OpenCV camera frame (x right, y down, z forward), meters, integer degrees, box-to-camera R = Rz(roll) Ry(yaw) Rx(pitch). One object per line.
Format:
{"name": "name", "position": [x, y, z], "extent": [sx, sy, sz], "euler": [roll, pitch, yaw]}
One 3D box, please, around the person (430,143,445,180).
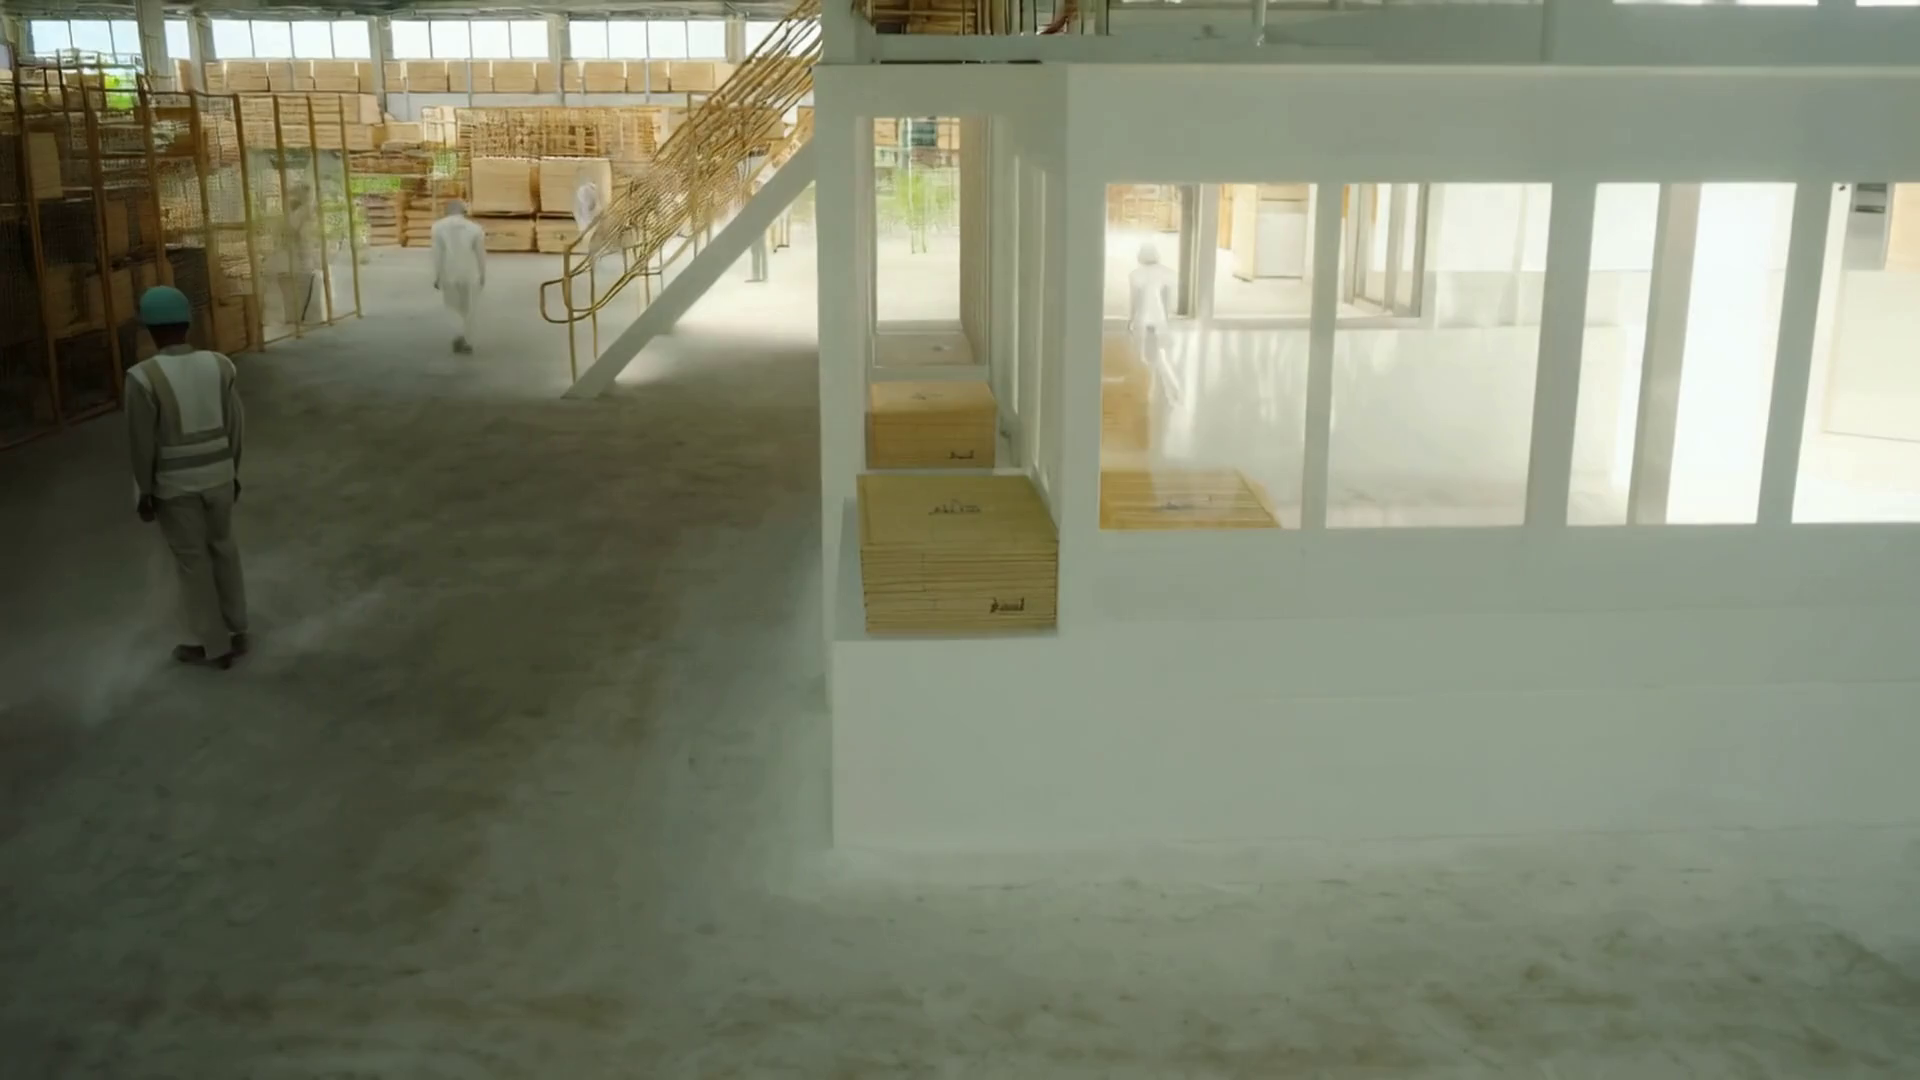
{"name": "person", "position": [-24.646, -17.815, 78.576], "extent": [0.659, 1.864, 0.930], "euler": [-9, 17, -33]}

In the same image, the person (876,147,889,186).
{"name": "person", "position": [-3.477, -16.932, 74.895], "extent": [0.695, 1.959, 0.641], "euler": [-2, 14, -10]}

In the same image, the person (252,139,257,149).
{"name": "person", "position": [-39.058, -21.176, 91.951], "extent": [0.881, 1.915, 0.551], "euler": [2, 14, 6]}

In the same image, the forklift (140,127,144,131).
{"name": "forklift", "position": [-38.980, -18.765, 80.334], "extent": [1.129, 2.768, 1.873], "euler": [-1, 14, -2]}

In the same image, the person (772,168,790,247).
{"name": "person", "position": [-4.062, -7.526, 37.666], "extent": [0.533, 1.772, 0.299], "euler": [13, 19, 43]}

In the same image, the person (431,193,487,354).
{"name": "person", "position": [-6.024, -3.198, 20.047], "extent": [0.657, 1.925, 0.442], "euler": [-7, 15, -24]}

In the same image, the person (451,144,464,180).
{"name": "person", "position": [-22.550, -16.822, 74.682], "extent": [0.565, 1.837, 0.401], "euler": [-6, 15, -21]}

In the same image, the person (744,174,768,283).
{"name": "person", "position": [-3.592, -5.472, 29.135], "extent": [0.369, 1.925, 0.594], "euler": [9, 17, 32]}

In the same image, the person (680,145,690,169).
{"name": "person", "position": [-12.960, -17.877, 79.010], "extent": [0.628, 1.788, 0.577], "euler": [-3, 14, -10]}

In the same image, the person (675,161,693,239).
{"name": "person", "position": [-6.730, -8.211, 40.203], "extent": [0.415, 1.865, 0.600], "euler": [0, 14, 0]}

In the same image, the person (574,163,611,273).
{"name": "person", "position": [-6.936, -6.010, 31.057], "extent": [0.545, 2.000, 0.707], "euler": [3, 14, 11]}

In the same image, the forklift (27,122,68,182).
{"name": "forklift", "position": [-35.376, -14.773, 64.377], "extent": [1.129, 2.768, 1.873], "euler": [-1, 14, -2]}

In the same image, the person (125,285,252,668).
{"name": "person", "position": [-3.928, -0.318, 8.489], "extent": [0.380, 1.950, 0.605], "euler": [7, 16, 27]}

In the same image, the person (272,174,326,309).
{"name": "person", "position": [-9.848, -4.413, 24.718], "extent": [0.671, 2.022, 0.611], "euler": [-12, 18, -39]}

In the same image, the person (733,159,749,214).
{"name": "person", "position": [-6.417, -10.350, 48.748], "extent": [0.521, 1.873, 0.334], "euler": [5, 15, 19]}

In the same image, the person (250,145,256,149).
{"name": "person", "position": [-31.530, -16.747, 74.418], "extent": [0.420, 1.816, 0.611], "euler": [0, 14, -1]}

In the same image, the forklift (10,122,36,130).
{"name": "forklift", "position": [-37.649, -15.471, 67.168], "extent": [1.129, 2.768, 1.873], "euler": [-1, 14, -2]}

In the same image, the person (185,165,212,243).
{"name": "person", "position": [-16.628, -7.272, 36.369], "extent": [0.551, 1.902, 0.530], "euler": [-5, 15, -20]}
